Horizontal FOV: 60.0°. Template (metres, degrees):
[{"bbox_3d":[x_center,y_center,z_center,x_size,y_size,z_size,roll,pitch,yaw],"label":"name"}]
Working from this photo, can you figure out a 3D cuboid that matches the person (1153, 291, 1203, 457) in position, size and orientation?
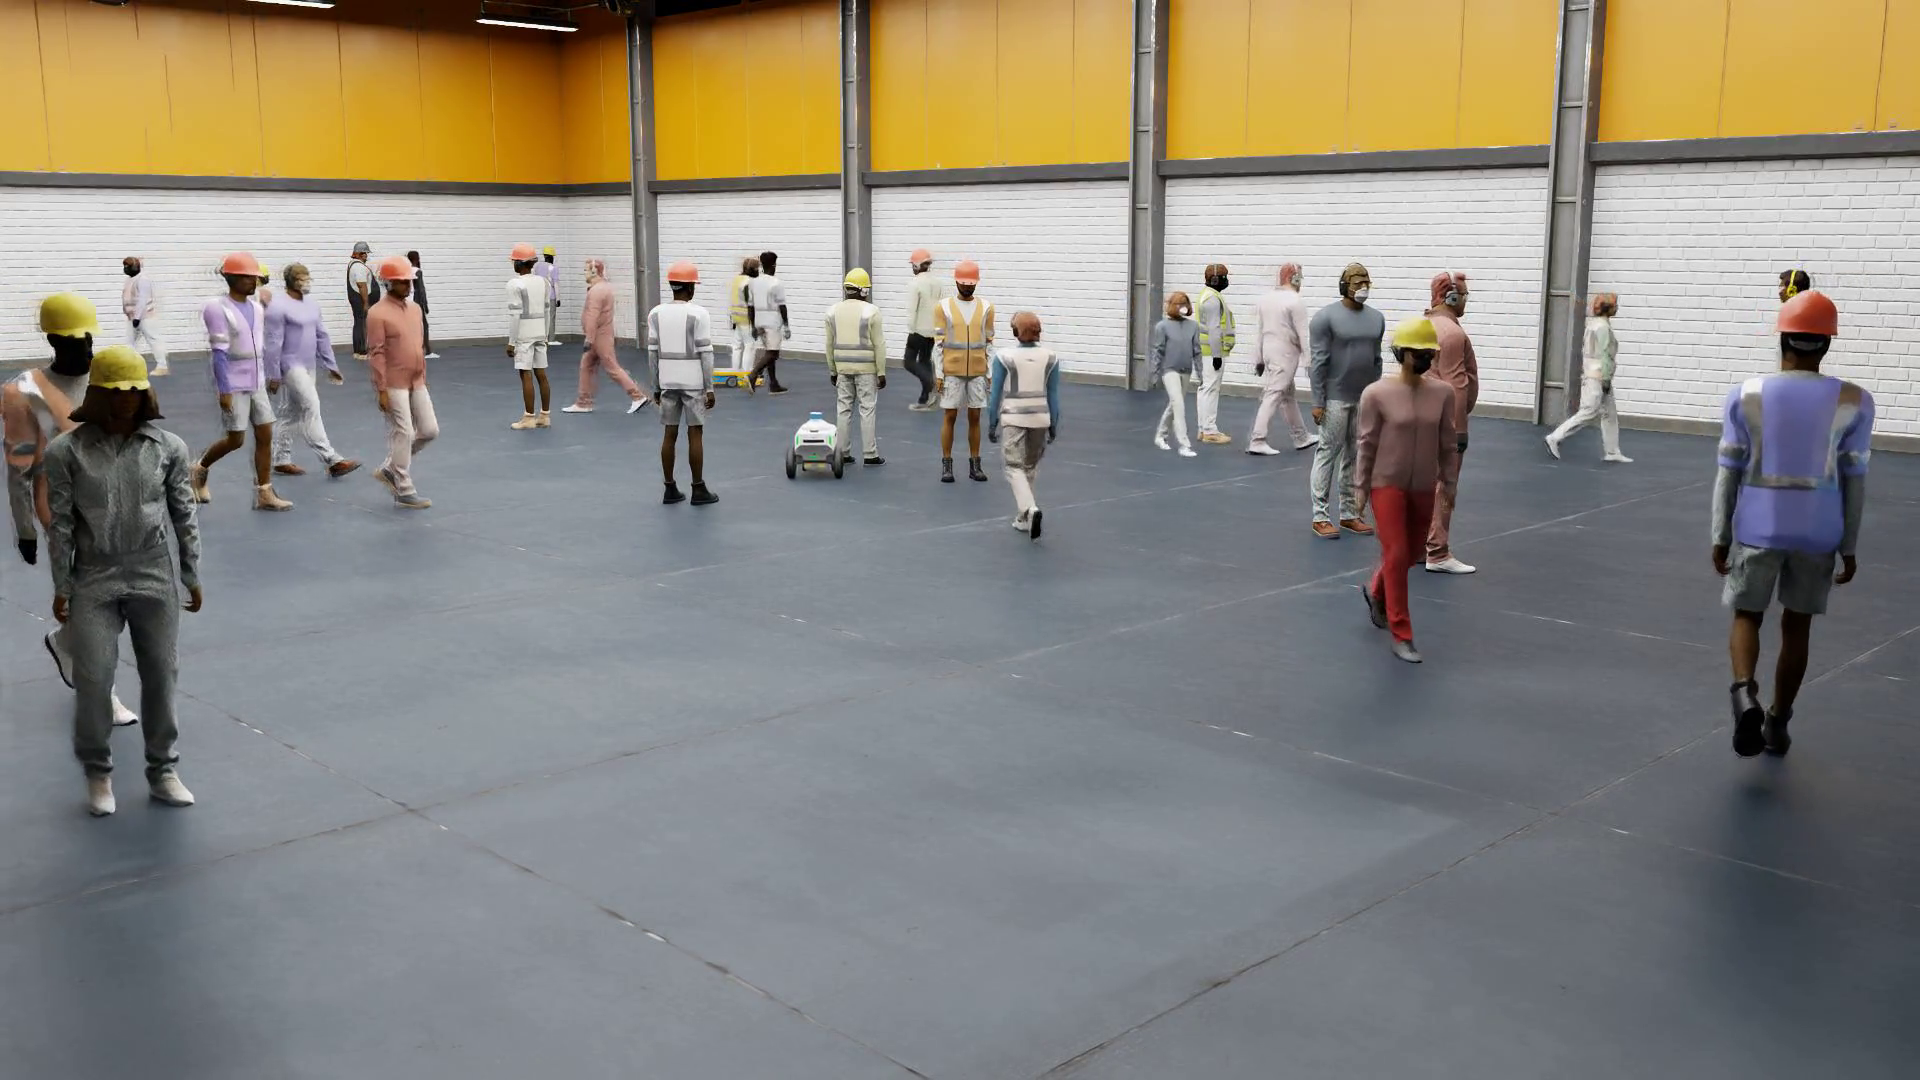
[{"bbox_3d":[2.125,-1.643,16.319,0.510,1.593,0.832,-5,12,-26],"label":"person"}]

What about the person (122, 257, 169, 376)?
[{"bbox_3d":[-12.442,-3.345,25.032,0.641,1.792,0.943,10,14,42],"label":"person"}]

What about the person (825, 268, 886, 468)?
[{"bbox_3d":[-0.939,-1.580,15.325,0.600,1.831,0.404,5,11,24],"label":"person"}]

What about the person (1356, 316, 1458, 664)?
[{"bbox_3d":[2.269,-0.297,8.595,0.530,1.737,0.808,-2,11,-12],"label":"person"}]

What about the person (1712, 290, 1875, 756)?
[{"bbox_3d":[3.308,-0.033,6.657,0.547,1.919,0.658,5,12,26],"label":"person"}]

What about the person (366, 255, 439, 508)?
[{"bbox_3d":[-4.387,-1.232,13.031,0.480,1.974,0.639,4,11,19],"label":"person"}]

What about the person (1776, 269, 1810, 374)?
[{"bbox_3d":[6.886,-1.294,13.688,0.523,1.856,0.521,-9,14,-42],"label":"person"}]

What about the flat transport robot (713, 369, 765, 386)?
[{"bbox_3d":[-3.519,-2.315,23.596,1.431,0.197,0.652,0,10,0],"label":"flat transport robot"}]

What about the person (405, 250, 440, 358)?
[{"bbox_3d":[-9.485,-4.066,28.760,0.780,1.879,0.624,-7,12,-33],"label":"person"}]

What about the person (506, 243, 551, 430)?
[{"bbox_3d":[-4.743,-2.223,18.250,0.364,2.048,0.608,5,12,27],"label":"person"}]

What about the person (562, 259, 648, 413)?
[{"bbox_3d":[-4.261,-2.436,19.933,0.983,1.861,0.633,-2,11,-11],"label":"person"}]

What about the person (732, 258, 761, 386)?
[{"bbox_3d":[-3.046,-3.083,23.629,0.433,1.811,0.785,-6,12,-28],"label":"person"}]

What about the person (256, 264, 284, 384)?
[{"bbox_3d":[-9.734,-2.995,23.351,0.548,1.720,0.903,8,13,37],"label":"person"}]

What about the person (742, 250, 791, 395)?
[{"bbox_3d":[-2.596,-2.874,22.108,0.614,1.940,0.823,9,14,42],"label":"person"}]

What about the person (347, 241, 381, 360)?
[{"bbox_3d":[-10.269,-4.134,28.685,0.538,2.000,0.691,-7,12,-32],"label":"person"}]

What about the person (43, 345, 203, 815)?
[{"bbox_3d":[-3.065,0.151,6.135,0.511,1.736,0.331,-8,13,-37],"label":"person"}]

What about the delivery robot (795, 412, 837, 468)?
[{"bbox_3d":[-1.280,-0.893,14.811,0.477,0.478,0.707,0,10,-1],"label":"delivery robot"}]

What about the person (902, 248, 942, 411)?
[{"bbox_3d":[-0.419,-2.527,20.084,0.536,1.977,0.637,8,13,36],"label":"person"}]

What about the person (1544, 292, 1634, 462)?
[{"bbox_3d":[5.962,-1.529,15.652,0.751,1.614,0.519,4,11,21],"label":"person"}]

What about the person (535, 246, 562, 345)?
[{"bbox_3d":[-7.993,-4.744,32.359,0.580,1.918,0.399,6,12,29],"label":"person"}]

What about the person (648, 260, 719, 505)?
[{"bbox_3d":[-2.187,-1.244,13.210,0.552,1.935,0.374,4,11,20],"label":"person"}]

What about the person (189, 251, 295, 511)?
[{"bbox_3d":[-5.612,-1.211,12.820,0.777,2.019,0.624,3,11,17],"label":"person"}]

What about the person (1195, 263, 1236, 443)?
[{"bbox_3d":[2.630,-1.927,17.196,0.429,1.844,0.626,0,10,0],"label":"person"}]

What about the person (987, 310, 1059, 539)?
[{"bbox_3d":[0.470,-0.811,11.725,0.522,1.614,0.709,-4,11,-19],"label":"person"}]

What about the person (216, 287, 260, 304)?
[{"bbox_3d":[-8.574,-2.385,19.814,0.575,1.820,0.997,-3,11,-15],"label":"person"}]

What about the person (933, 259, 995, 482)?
[{"bbox_3d":[0.047,-1.458,14.406,0.543,1.928,0.372,-2,11,-12],"label":"person"}]

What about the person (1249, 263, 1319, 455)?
[{"bbox_3d":[3.236,-1.763,16.253,0.985,1.851,0.680,-4,11,-19],"label":"person"}]

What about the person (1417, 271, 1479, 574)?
[{"bbox_3d":[3.080,-0.748,10.588,0.411,1.909,0.643,-1,10,-7],"label":"person"}]

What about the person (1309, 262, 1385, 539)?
[{"bbox_3d":[2.747,-0.984,11.786,0.627,1.941,0.370,-5,12,-25],"label":"person"}]

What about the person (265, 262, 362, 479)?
[{"bbox_3d":[-5.695,-1.474,14.616,1.007,1.887,0.637,2,11,8],"label":"person"}]

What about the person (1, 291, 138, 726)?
[{"bbox_3d":[-3.919,-0.149,7.339,0.686,1.900,0.604,6,12,28],"label":"person"}]
